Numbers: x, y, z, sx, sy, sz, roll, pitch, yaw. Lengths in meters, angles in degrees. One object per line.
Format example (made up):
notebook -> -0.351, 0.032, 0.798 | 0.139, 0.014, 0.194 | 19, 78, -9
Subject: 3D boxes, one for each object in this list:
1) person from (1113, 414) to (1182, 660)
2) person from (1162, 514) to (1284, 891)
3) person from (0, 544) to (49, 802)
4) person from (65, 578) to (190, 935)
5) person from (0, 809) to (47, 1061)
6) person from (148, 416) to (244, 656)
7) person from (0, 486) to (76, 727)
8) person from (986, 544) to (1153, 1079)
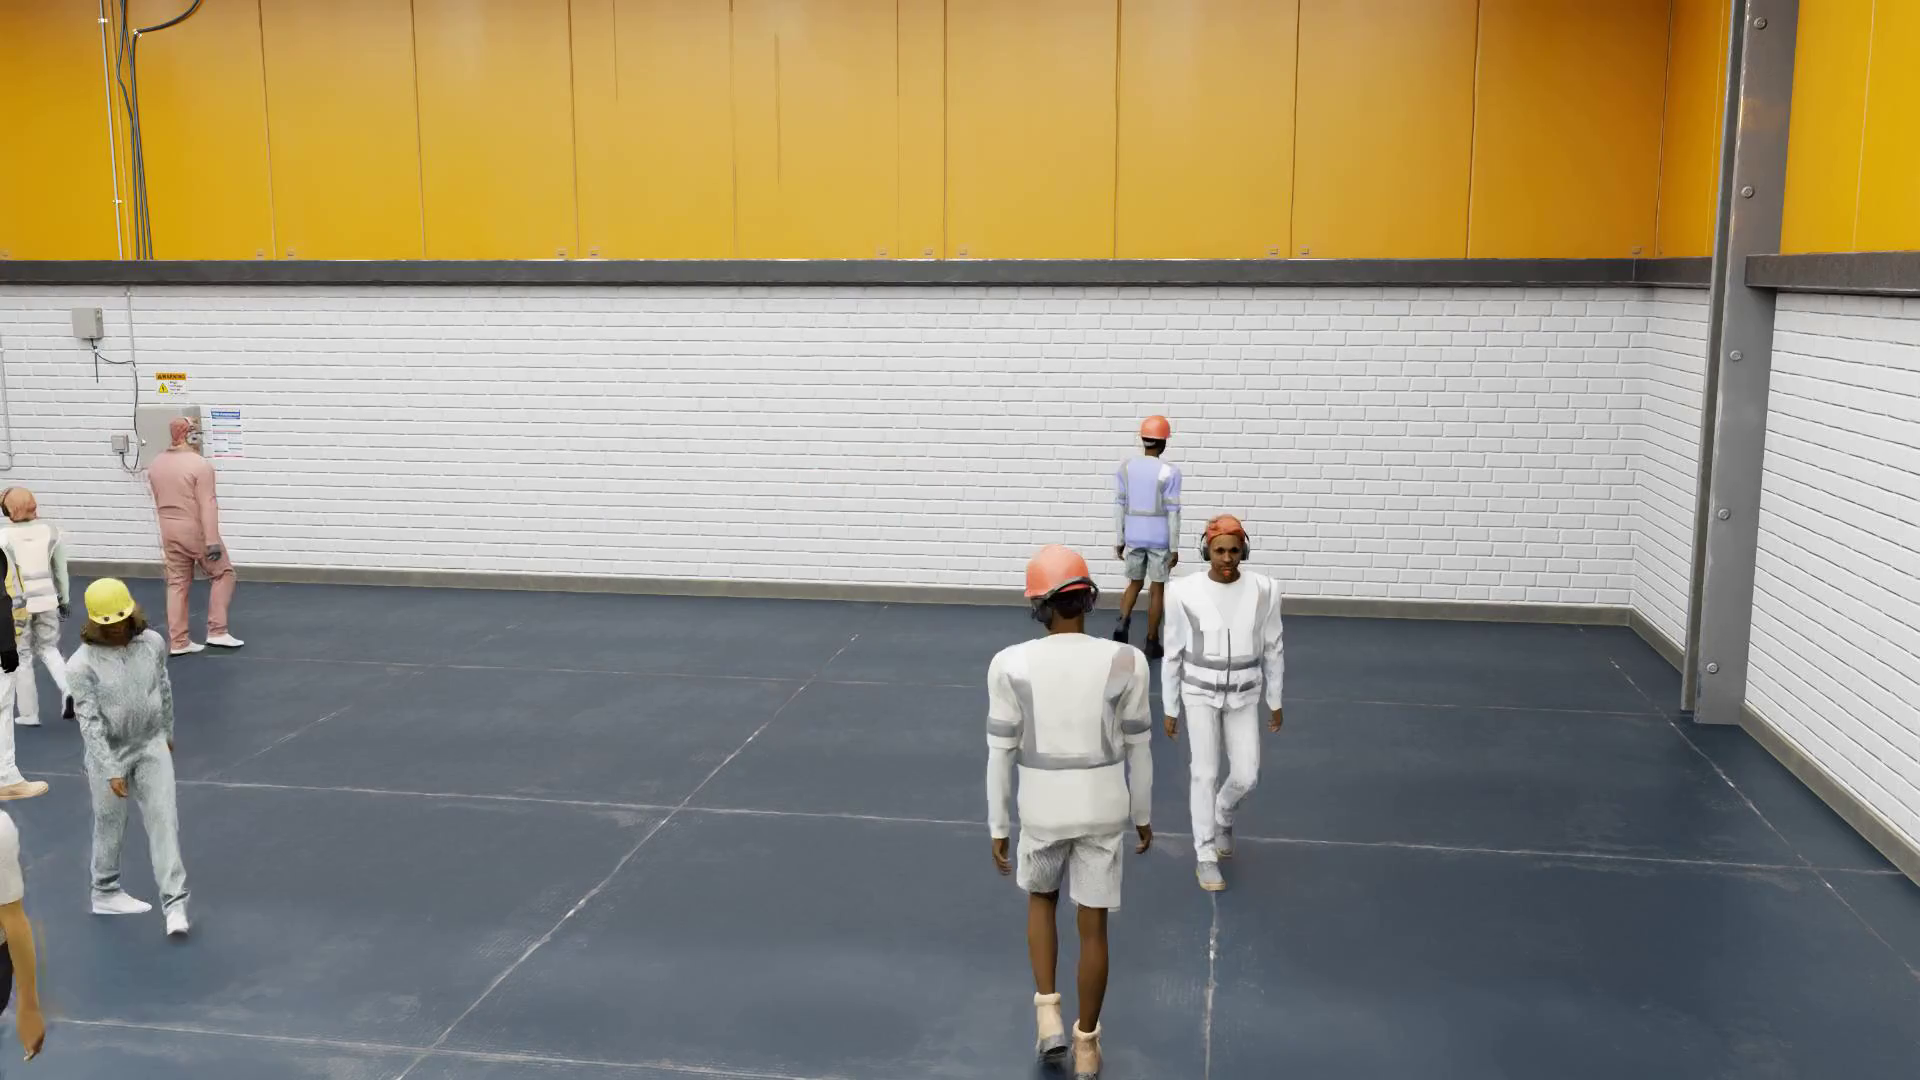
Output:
person -> 1.447, -0.006, 12.880 | 0.551, 1.926, 0.531 | 5, 11, 30
person -> 1.292, 0.780, 8.223 | 0.629, 1.865, 0.519 | 0, 9, -2
person -> -5.584, 0.578, 9.547 | 0.627, 1.844, 0.429 | 7, 11, 35
person -> -3.793, 0.974, 7.590 | 0.765, 1.675, 0.521 | 7, 12, 38
person -> -2.988, 1.374, 4.722 | 0.523, 1.808, 0.882 | 2, 9, 14
person -> -6.034, -0.036, 13.185 | 0.677, 1.885, 0.659 | 4, 10, 24
person -> -6.126, 0.454, 10.968 | 0.469, 1.624, 0.522 | 7, 11, 36
person -> 0.420, 1.024, 6.260 | 0.630, 2.013, 0.461 | 1, 9, 6
